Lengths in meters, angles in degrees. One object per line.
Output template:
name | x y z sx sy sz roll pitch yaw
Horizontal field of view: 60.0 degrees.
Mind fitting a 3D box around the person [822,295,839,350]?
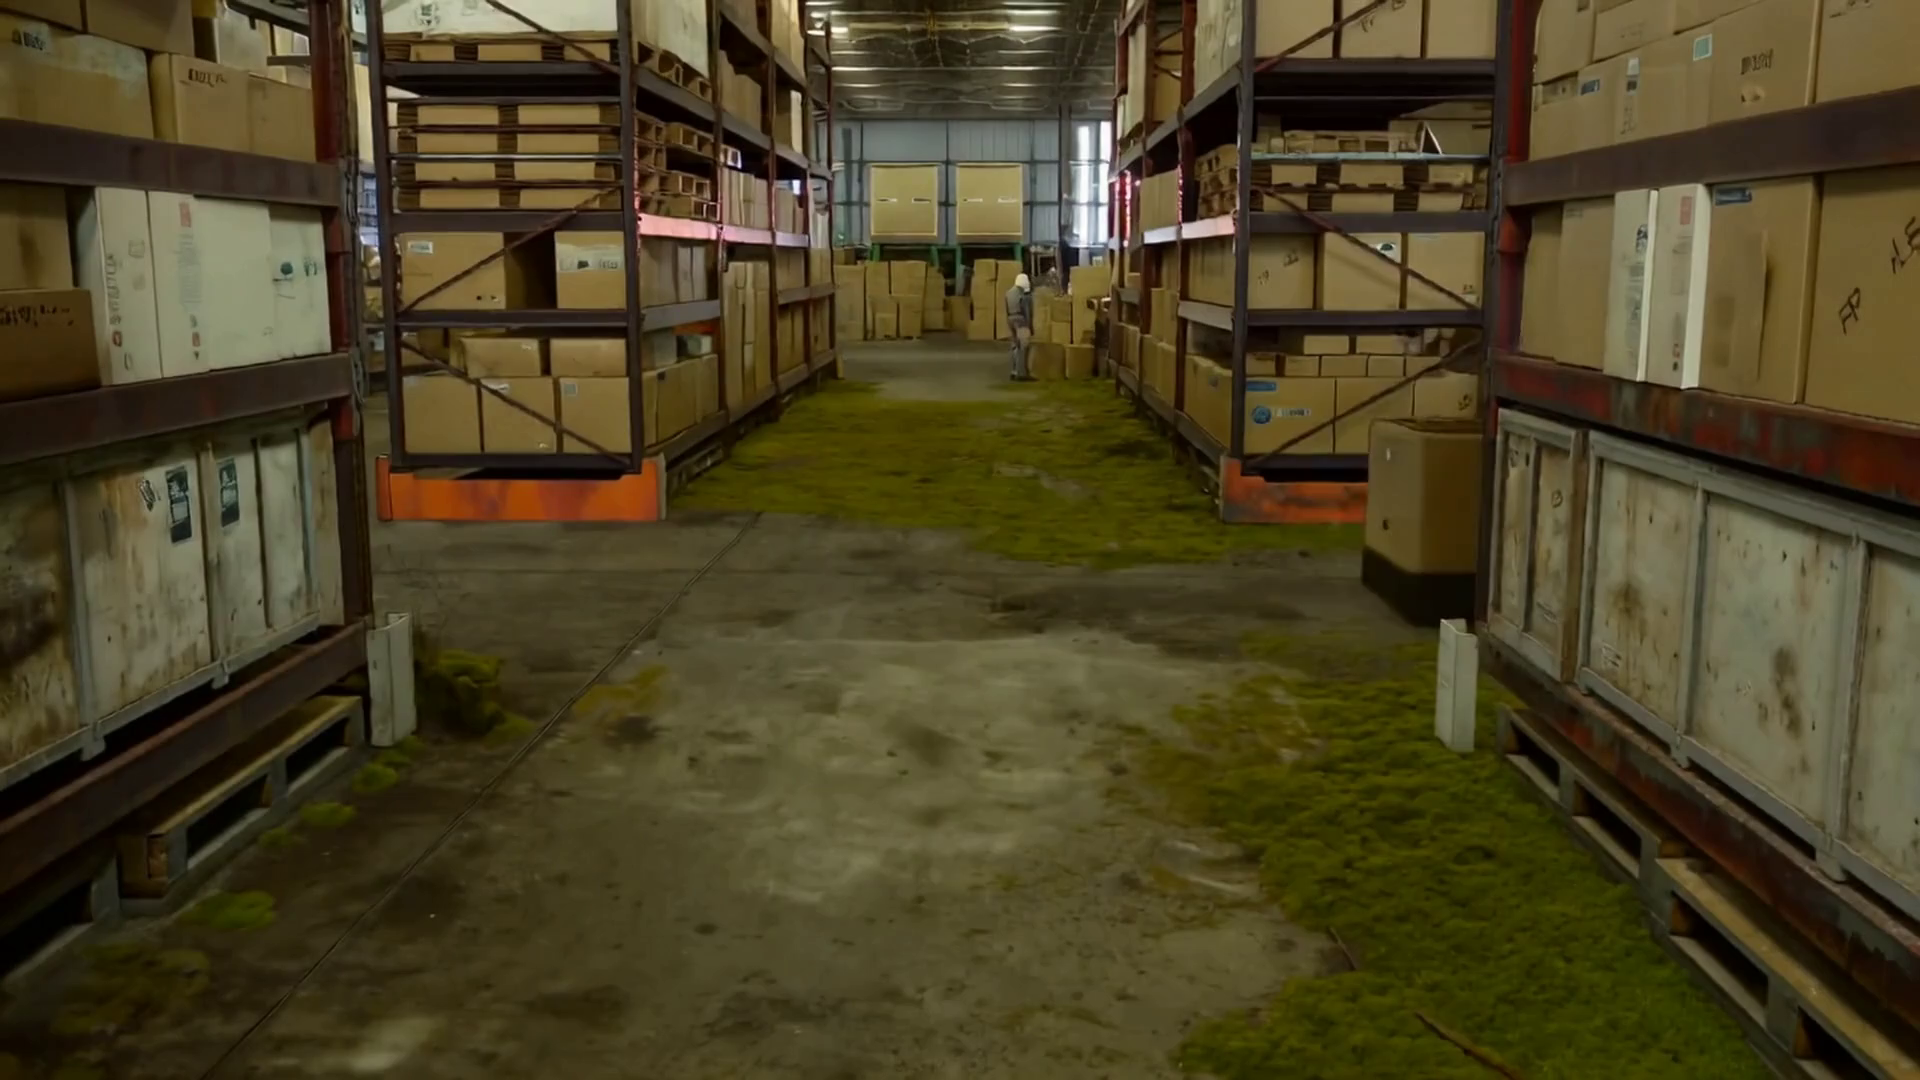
person | -2.691 -4.309 33.144 0.664 1.615 0.517 -2 10 -9

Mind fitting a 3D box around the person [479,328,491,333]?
person | -9.484 -4.453 33.281 1.000 1.868 0.605 4 10 22

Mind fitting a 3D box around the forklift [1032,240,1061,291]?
forklift | 3.172 -9.648 61.356 1.129 2.768 1.873 0 9 1

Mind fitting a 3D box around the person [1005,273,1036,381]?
person | 1.057 -3.648 28.519 0.429 1.845 0.621 -7 12 -36

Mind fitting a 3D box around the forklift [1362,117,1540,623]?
forklift | 3.384 -0.989 9.488 1.873 2.768 1.129 0 9 0

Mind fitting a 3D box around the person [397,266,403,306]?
person | -18.949 -8.314 56.272 0.499 1.900 0.621 8 12 40

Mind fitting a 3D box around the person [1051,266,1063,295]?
person | 3.147 -7.729 52.765 0.862 1.900 0.548 0 9 -1

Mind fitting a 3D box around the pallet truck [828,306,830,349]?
pallet truck | -3.100 -3.940 29.800 1.885 1.965 0.823 3 10 19
